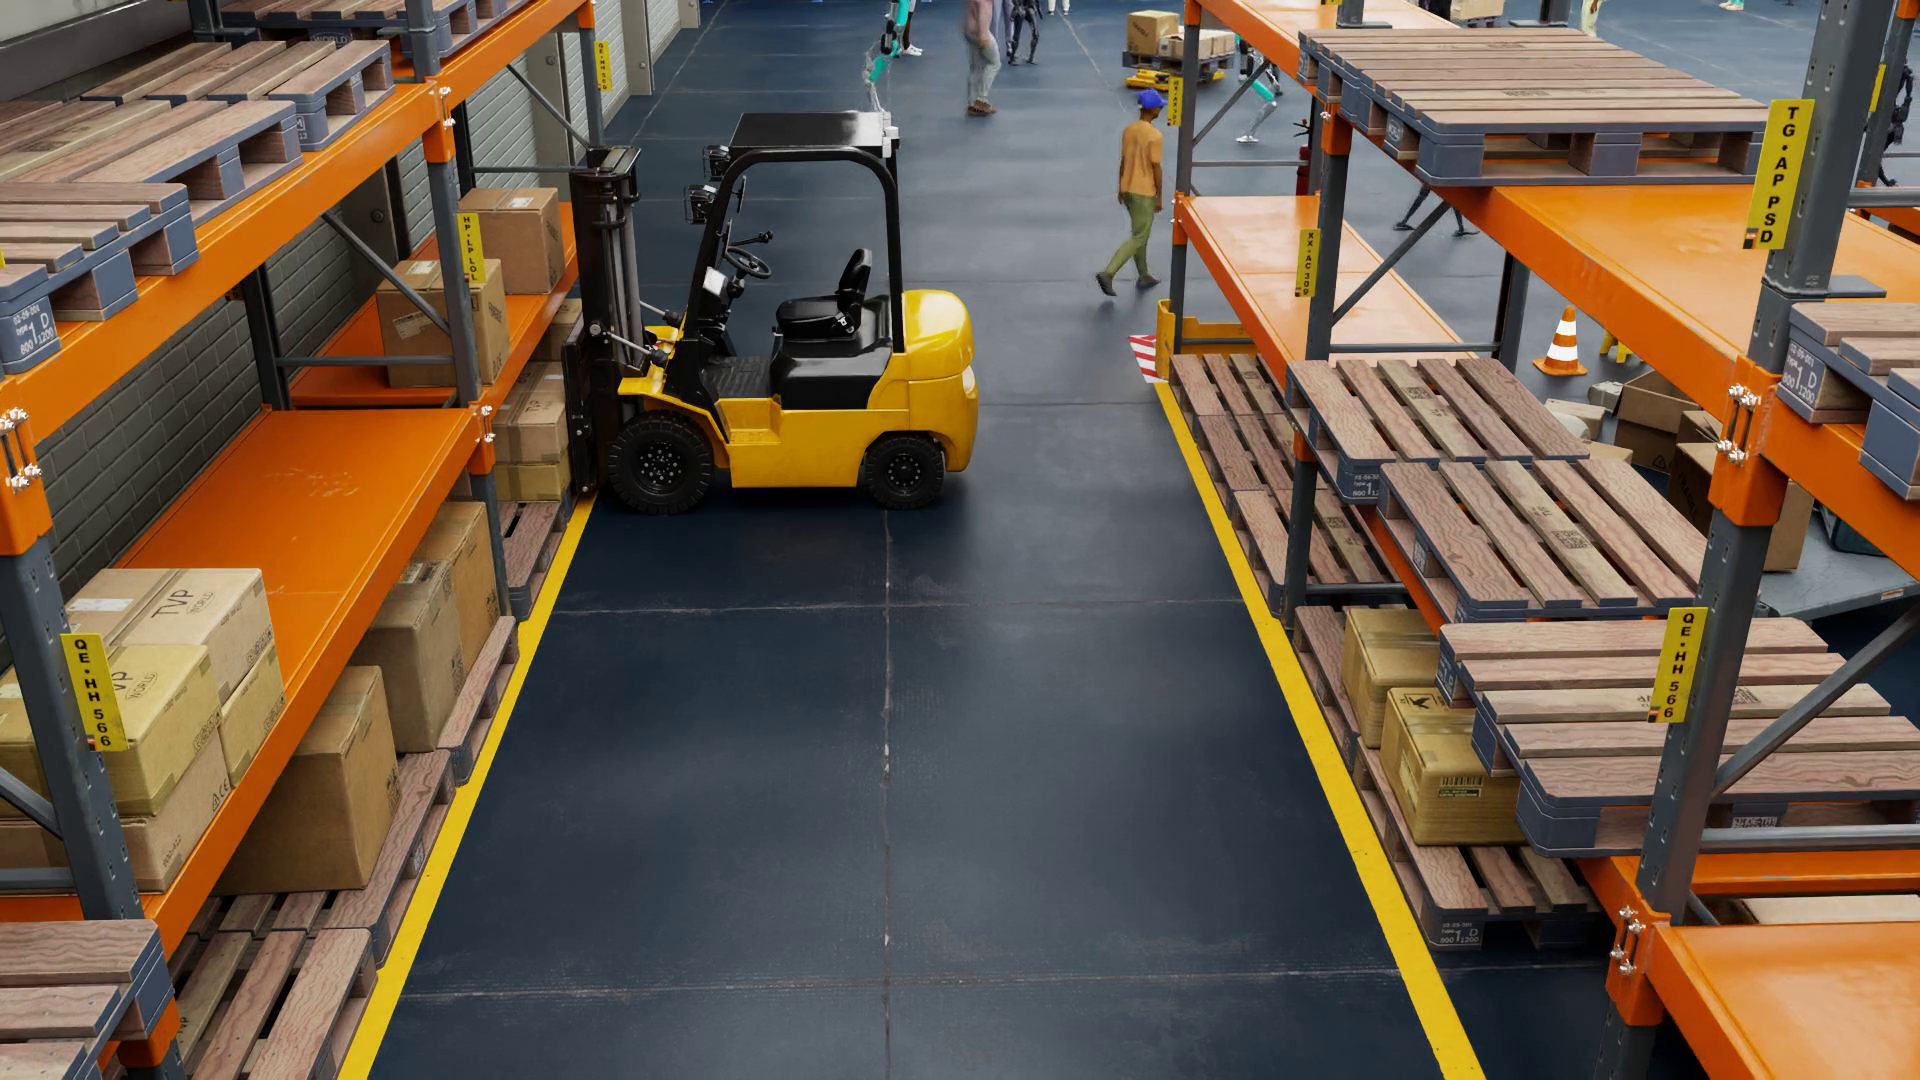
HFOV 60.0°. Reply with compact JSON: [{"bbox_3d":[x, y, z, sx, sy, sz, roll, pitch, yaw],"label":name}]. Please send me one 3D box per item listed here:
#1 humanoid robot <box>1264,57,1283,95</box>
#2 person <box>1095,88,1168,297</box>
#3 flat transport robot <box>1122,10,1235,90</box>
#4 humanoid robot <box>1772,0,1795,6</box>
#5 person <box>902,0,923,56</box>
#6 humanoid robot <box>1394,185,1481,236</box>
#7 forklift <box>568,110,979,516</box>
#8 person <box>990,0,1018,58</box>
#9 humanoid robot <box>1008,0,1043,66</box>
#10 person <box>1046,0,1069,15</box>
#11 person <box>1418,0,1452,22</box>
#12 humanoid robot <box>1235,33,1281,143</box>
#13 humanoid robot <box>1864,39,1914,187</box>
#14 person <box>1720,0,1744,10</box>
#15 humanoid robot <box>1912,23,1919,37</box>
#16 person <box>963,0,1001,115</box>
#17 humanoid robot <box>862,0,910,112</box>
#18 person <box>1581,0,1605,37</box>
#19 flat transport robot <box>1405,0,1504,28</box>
[{"bbox_3d":[4.130,-6.661,21.762,0.435,1.632,0.617,12,28,24],"label":"humanoid robot"},{"bbox_3d":[1.422,-2.833,13.642,0.762,1.691,0.451,-17,30,-32],"label":"person"},{"bbox_3d":[2.967,-6.391,22.838,0.659,0.231,1.431,22,33,39],"label":"flat transport robot"},{"bbox_3d":[14.842,-10.466,29.836,0.622,1.640,0.583,23,34,39],"label":"humanoid robot"},{"bbox_3d":[-0.755,-8.214,24.789,0.376,1.901,0.540,1,25,3],"label":"person"},{"bbox_3d":[4.520,-3.641,15.428,0.785,1.623,0.613,5,26,11],"label":"humanoid robot"},{"bbox_3d":[-1.043,-1.379,9.976,2.313,2.155,1.214,-1,25,-2],"label":"forklift"},{"bbox_3d":[0.614,-8.041,24.506,0.564,1.833,0.393,-9,27,-18],"label":"person"},{"bbox_3d":[0.948,-7.664,23.896,0.571,1.632,0.609,23,33,39],"label":"humanoid robot"},{"bbox_3d":[1.692,-9.987,28.712,0.564,1.750,0.340,-2,25,-5],"label":"person"},{"bbox_3d":[5.873,-6.308,20.827,0.525,1.831,0.525,20,32,36],"label":"person"},{"bbox_3d":[3.427,-5.401,18.988,0.682,1.768,0.531,5,26,10],"label":"humanoid robot"},{"bbox_3d":[9.236,-4.181,16.541,0.696,1.634,0.611,-8,26,-16],"label":"humanoid robot"},{"bbox_3d":[13.760,-10.306,29.209,0.362,1.910,0.492,3,25,6],"label":"person"},{"bbox_3d":[15.348,-8.810,26.327,0.425,1.638,0.588,14,29,28],"label":"humanoid robot"},{"bbox_3d":[0.268,-6.251,20.634,0.487,1.900,0.695,-8,26,-16],"label":"person"},{"bbox_3d":[-0.975,-6.043,20.514,0.790,1.868,0.537,7,26,14],"label":"humanoid robot"},{"bbox_3d":[8.987,-7.652,23.611,0.392,1.891,0.545,3,25,6],"label":"person"},{"bbox_3d":[7.718,-7.964,26.169,1.431,0.231,0.659,-16,30,-30],"label":"flat transport robot"}]
